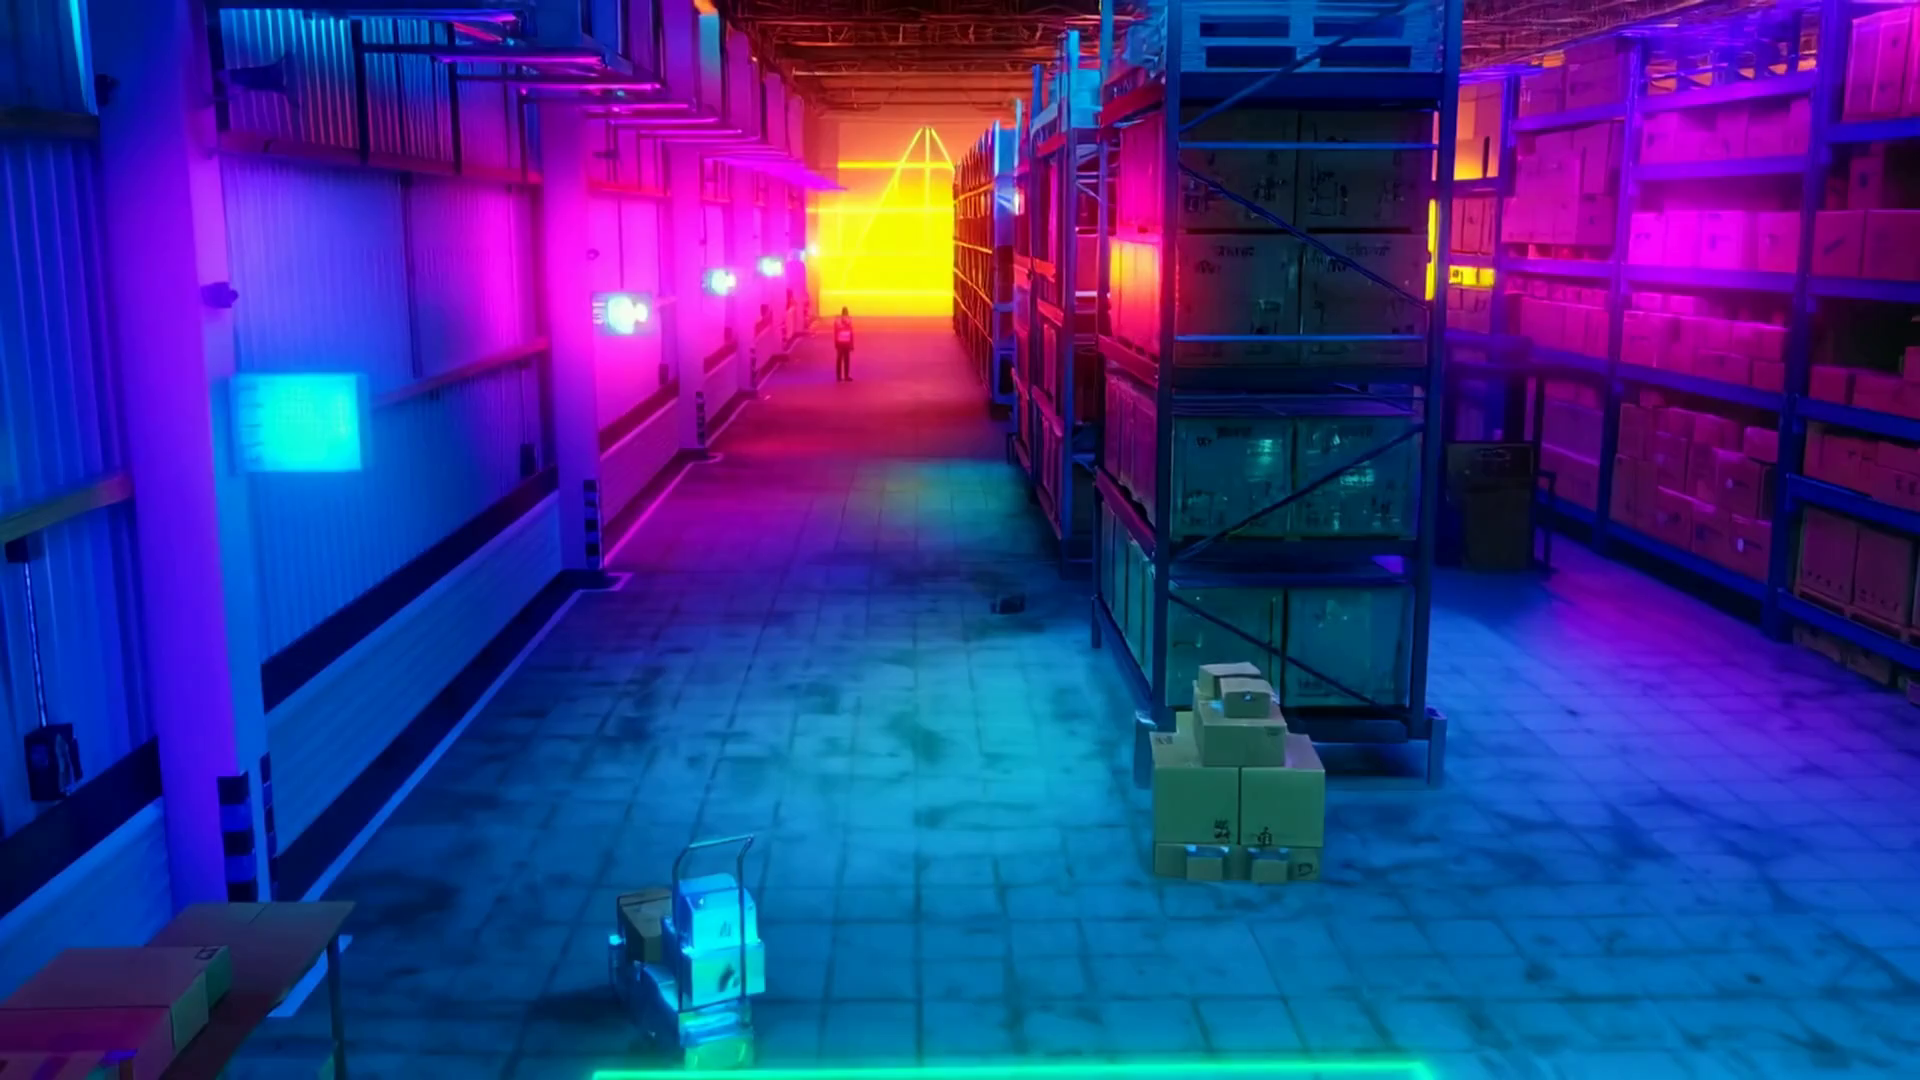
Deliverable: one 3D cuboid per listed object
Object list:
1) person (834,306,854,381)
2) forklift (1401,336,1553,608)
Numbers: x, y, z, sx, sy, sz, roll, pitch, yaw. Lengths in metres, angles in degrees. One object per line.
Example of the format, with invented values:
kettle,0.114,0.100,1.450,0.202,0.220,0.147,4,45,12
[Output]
person,-2.958,-5.011,42.470,0.589,1.911,0.384,-8,13,-35
forklift,5.634,-0.817,18.098,1.129,2.768,1.873,0,11,-2
